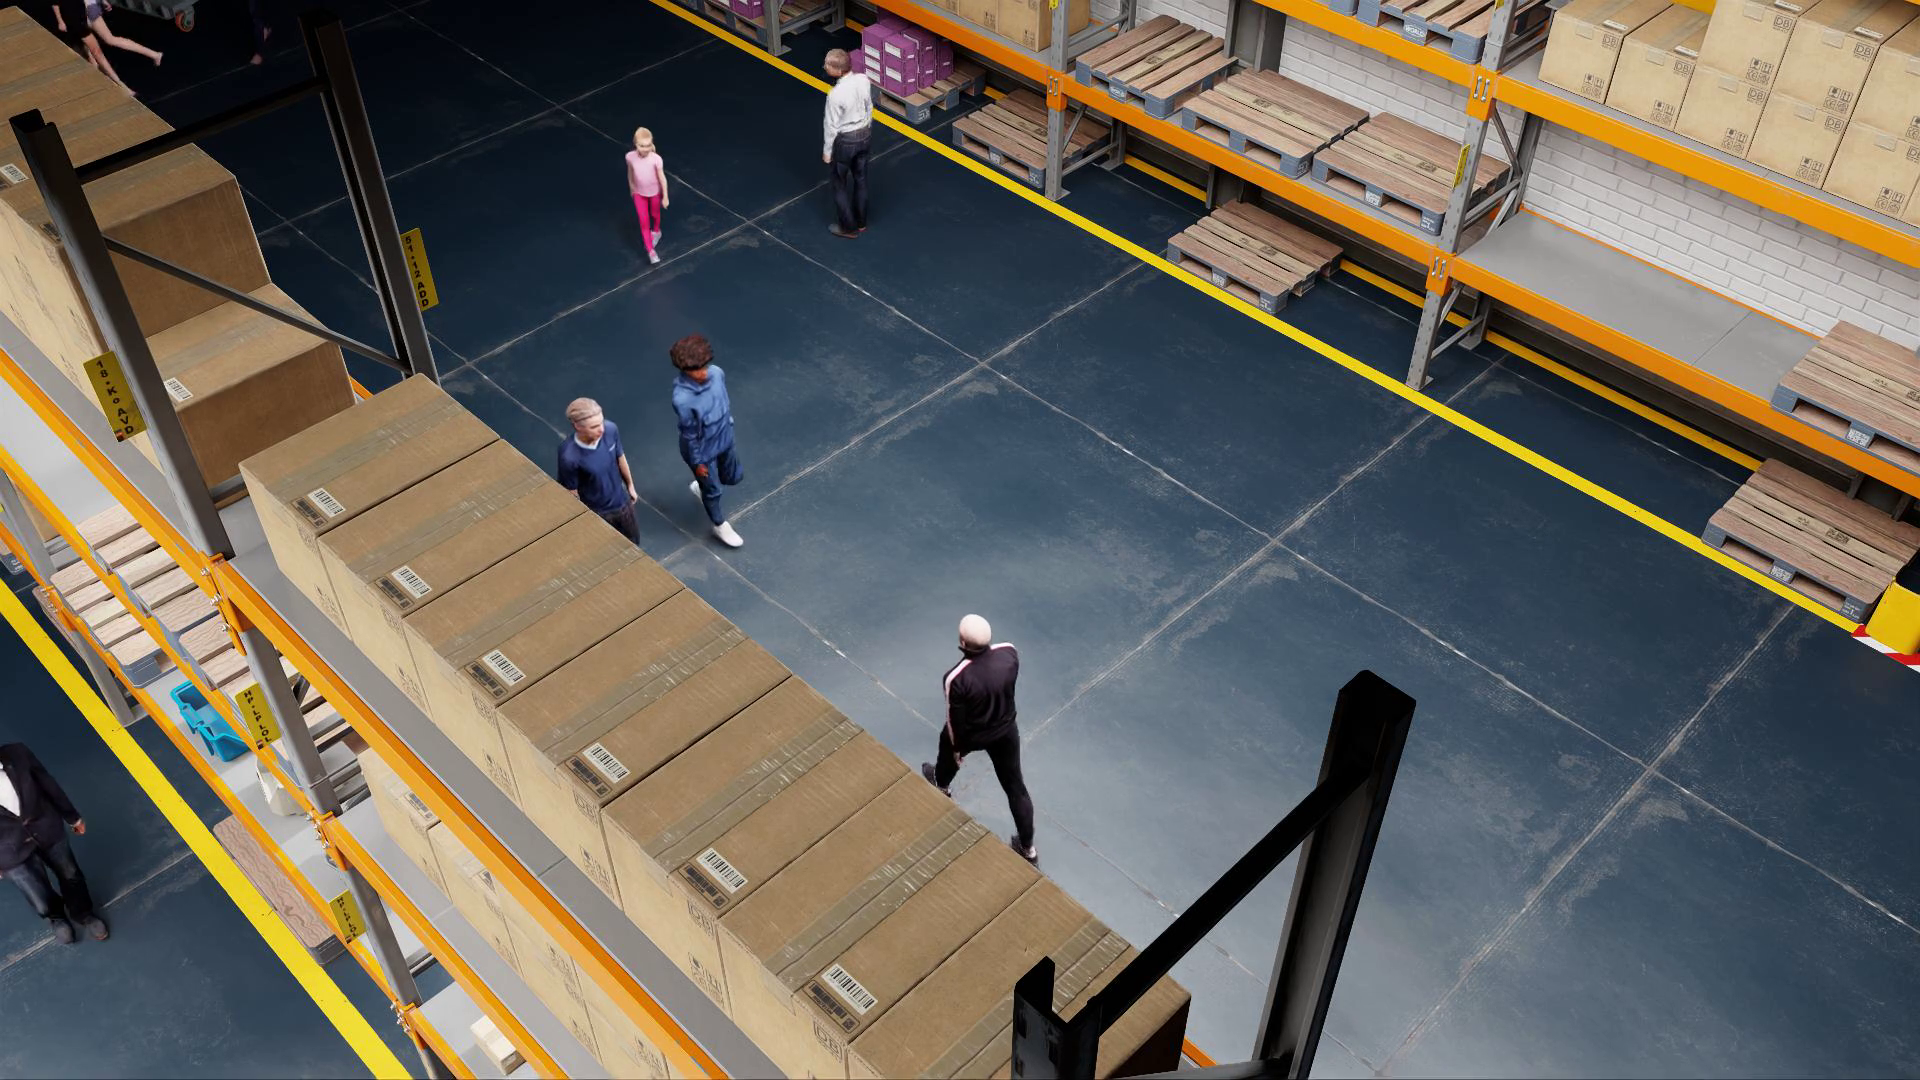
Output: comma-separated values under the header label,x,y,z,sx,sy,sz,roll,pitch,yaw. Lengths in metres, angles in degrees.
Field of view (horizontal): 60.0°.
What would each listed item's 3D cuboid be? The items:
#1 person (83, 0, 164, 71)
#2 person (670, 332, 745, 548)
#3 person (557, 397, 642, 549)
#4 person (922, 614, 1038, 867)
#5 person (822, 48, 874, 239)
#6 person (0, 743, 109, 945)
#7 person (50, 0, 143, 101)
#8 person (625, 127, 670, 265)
label,x,y,z,sx,sy,sz,roll,pitch,yaw
person,-8.602,-5.344,16.571,0.912,1.714,1.116,-17,46,-17
person,-1.834,-0.715,11.656,0.839,1.791,0.757,24,49,23
person,-2.461,-0.265,11.143,0.855,1.846,0.716,30,51,28
person,0.202,1.185,9.667,0.932,1.783,1.319,-21,47,-21
person,-0.974,-3.507,14.578,0.691,1.802,0.575,-20,47,-20
person,-5.218,1.591,9.221,0.653,1.810,0.719,31,52,28
person,-8.764,-5.141,16.322,1.085,1.764,0.972,2,44,2
person,-2.747,-3.078,14.534,0.823,1.243,0.897,3,44,3
